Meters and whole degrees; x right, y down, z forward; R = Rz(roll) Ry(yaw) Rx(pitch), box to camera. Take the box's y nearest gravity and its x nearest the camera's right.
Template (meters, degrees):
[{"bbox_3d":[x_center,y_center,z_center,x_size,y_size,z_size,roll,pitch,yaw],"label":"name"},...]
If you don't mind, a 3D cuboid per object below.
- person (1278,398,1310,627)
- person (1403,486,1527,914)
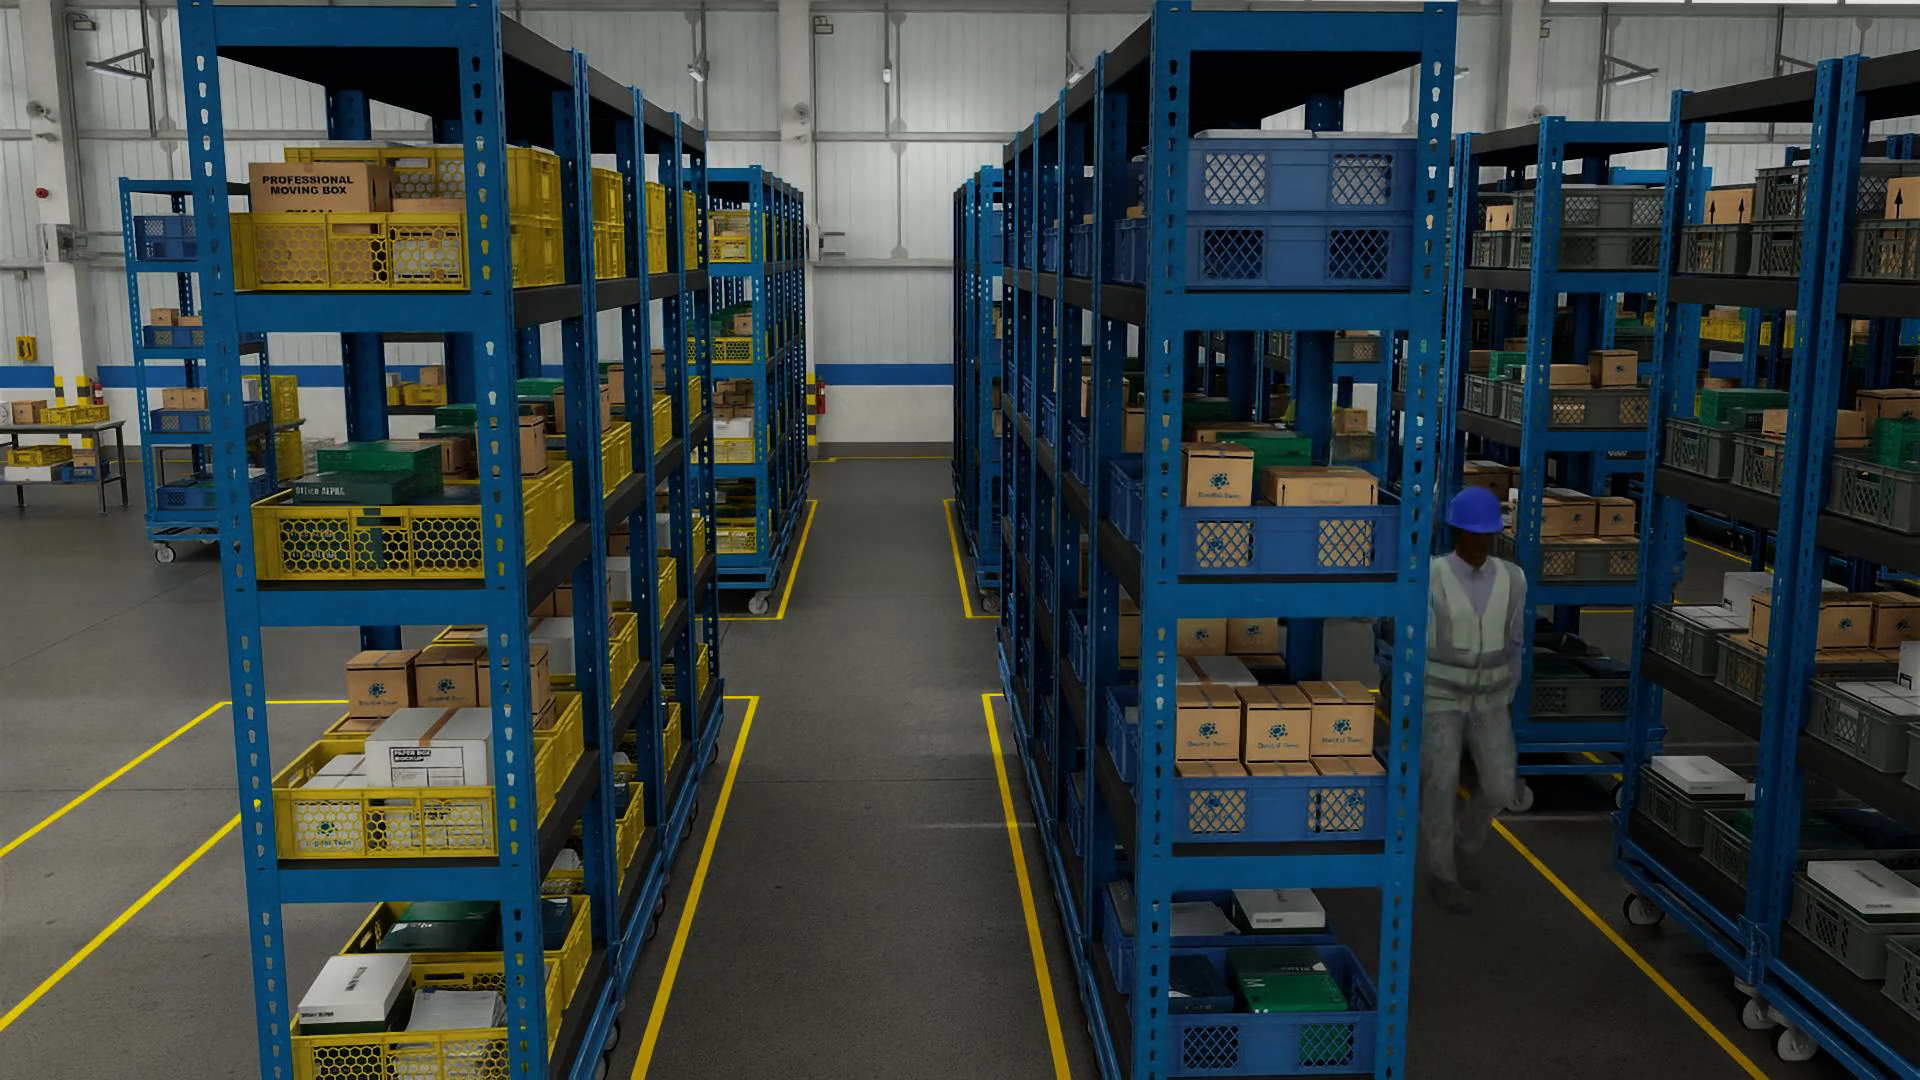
[{"bbox_3d":[2.701,-0.209,12.995,0.515,1.820,0.611,0,10,-1],"label":"person"},{"bbox_3d":[2.239,0.715,7.411,0.618,1.930,0.434,-1,10,-7],"label":"person"}]
